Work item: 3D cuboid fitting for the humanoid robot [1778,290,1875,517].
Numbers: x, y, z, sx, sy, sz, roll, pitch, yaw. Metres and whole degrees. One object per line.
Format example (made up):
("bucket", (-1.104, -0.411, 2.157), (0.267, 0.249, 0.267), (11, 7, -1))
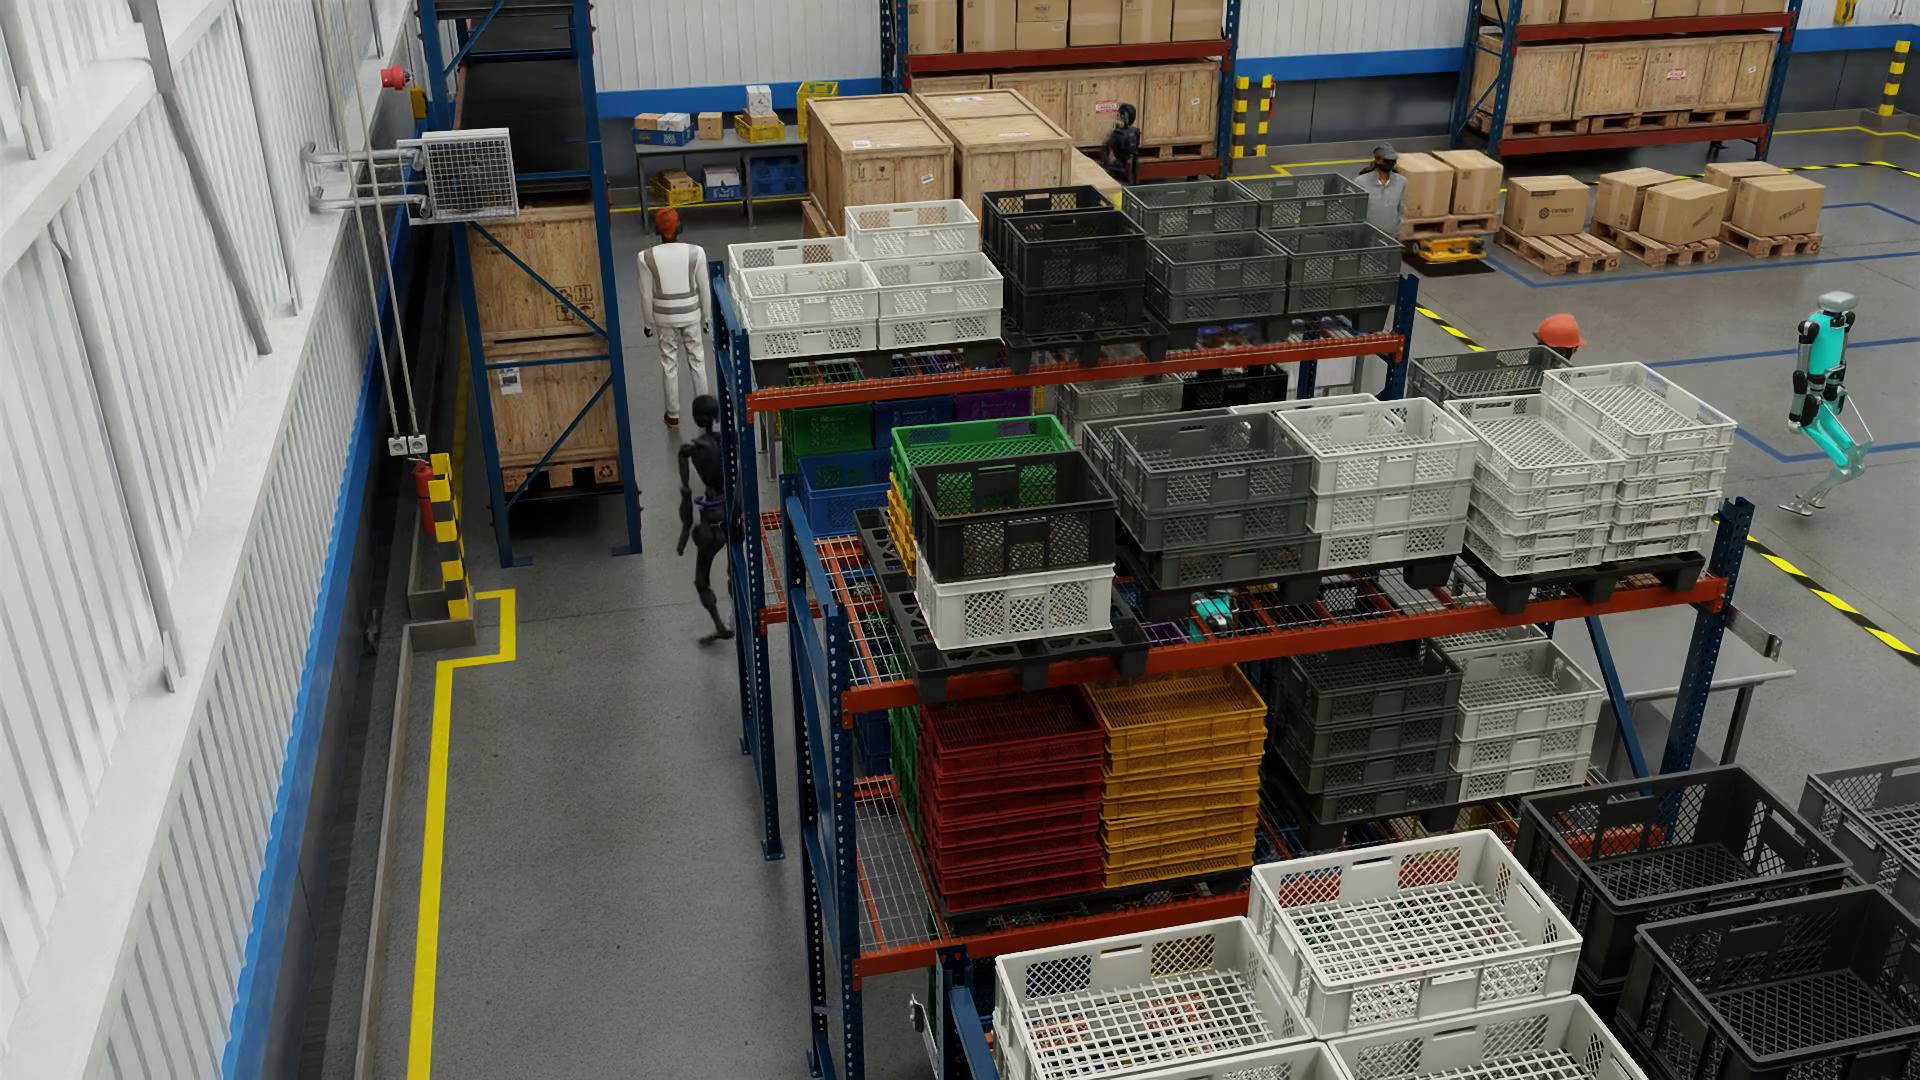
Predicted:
("humanoid robot", (6.402, -0.943, 12.120), (0.533, 1.674, 0.735), (-16, 32, -27))

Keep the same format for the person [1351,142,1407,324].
("person", (3.988, -2.951, 16.036), (0.563, 1.769, 0.397), (-4, 28, -7))

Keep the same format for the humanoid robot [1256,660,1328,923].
("humanoid robot", (1.631, 1.197, 8.266), (0.422, 1.653, 0.608), (-10, 29, -18))

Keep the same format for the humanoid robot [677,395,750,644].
("humanoid robot", (-1.559, -0.133, 10.789), (0.450, 1.635, 0.615), (22, 35, 35))

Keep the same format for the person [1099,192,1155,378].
("person", (1.385, -2.164, 14.492), (0.645, 1.822, 0.422), (0, 28, 0))

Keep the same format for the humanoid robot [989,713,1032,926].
("humanoid robot", (0.239, 1.152, 8.204), (0.713, 1.722, 0.531), (13, 30, 22))

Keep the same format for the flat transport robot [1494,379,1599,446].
("flat transport robot", (4.780, -1.036, 14.013), (0.659, 0.231, 1.431), (-6, 28, -12))

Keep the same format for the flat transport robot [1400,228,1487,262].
("flat transport robot", (5.211, -3.411, 18.489), (0.652, 0.197, 1.431), (-6, 28, -12))

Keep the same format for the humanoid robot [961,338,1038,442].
("humanoid robot", (0.302, -0.506, 11.320), (0.530, 1.693, 0.736), (-4, 28, -8))

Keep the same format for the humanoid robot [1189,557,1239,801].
("humanoid robot", (1.498, 0.886, 8.739), (0.689, 1.745, 0.530), (-2, 28, -4))

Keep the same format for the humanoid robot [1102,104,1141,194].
("humanoid robot", (1.703, -3.876, 17.893), (0.430, 1.636, 0.608), (25, 36, 38))

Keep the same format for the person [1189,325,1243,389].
("person", (1.812, -0.807, 11.851), (1.039, 1.891, 0.609), (-1, 28, -2))

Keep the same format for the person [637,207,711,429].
("person", (-2.343, -1.832, 13.787), (0.573, 1.886, 0.355), (-6, 28, -12))

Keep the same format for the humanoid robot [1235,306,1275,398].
("humanoid robot", (2.170, -1.090, 12.638), (0.769, 1.631, 0.588), (1, 28, 2))

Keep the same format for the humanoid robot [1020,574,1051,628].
("humanoid robot", (0.558, 0.950, 8.677), (0.778, 1.765, 0.530), (-9, 29, -17))

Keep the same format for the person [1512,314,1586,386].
("person", (3.876, -0.547, 11.184), (0.367, 2.044, 0.607), (-5, 28, -10))
